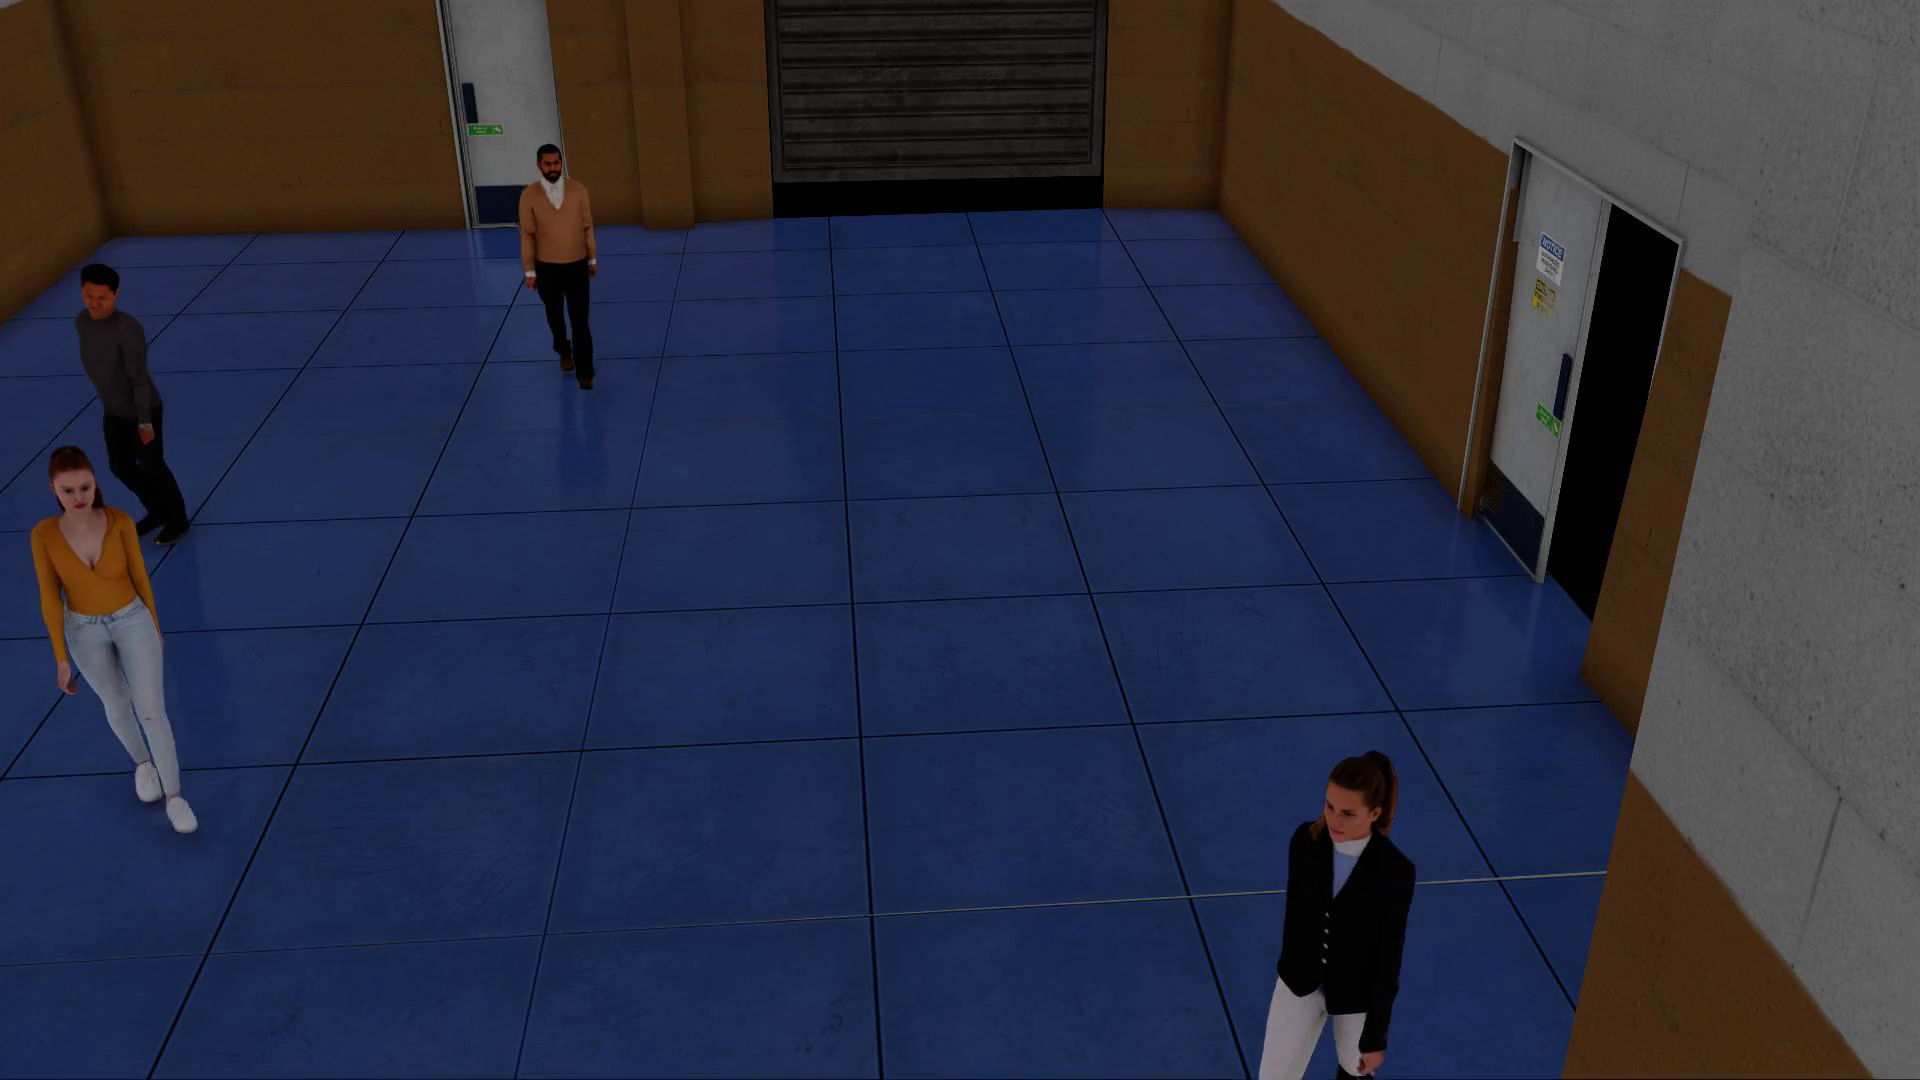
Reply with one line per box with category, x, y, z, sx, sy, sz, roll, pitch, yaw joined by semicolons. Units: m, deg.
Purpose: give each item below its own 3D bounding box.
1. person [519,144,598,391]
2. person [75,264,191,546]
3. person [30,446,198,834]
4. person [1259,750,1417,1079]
person;-2.860;-1.953;11.883;1.171;1.706;0.910;-8;28;-15
person;-4.703;-0.769;9.519;0.737;1.738;0.847;-7;28;-13
person;-3.716;0.392;7.241;0.937;1.729;0.855;-13;30;-24
person;1.229;1.403;5.271;1.076;1.690;1.066;16;31;29
